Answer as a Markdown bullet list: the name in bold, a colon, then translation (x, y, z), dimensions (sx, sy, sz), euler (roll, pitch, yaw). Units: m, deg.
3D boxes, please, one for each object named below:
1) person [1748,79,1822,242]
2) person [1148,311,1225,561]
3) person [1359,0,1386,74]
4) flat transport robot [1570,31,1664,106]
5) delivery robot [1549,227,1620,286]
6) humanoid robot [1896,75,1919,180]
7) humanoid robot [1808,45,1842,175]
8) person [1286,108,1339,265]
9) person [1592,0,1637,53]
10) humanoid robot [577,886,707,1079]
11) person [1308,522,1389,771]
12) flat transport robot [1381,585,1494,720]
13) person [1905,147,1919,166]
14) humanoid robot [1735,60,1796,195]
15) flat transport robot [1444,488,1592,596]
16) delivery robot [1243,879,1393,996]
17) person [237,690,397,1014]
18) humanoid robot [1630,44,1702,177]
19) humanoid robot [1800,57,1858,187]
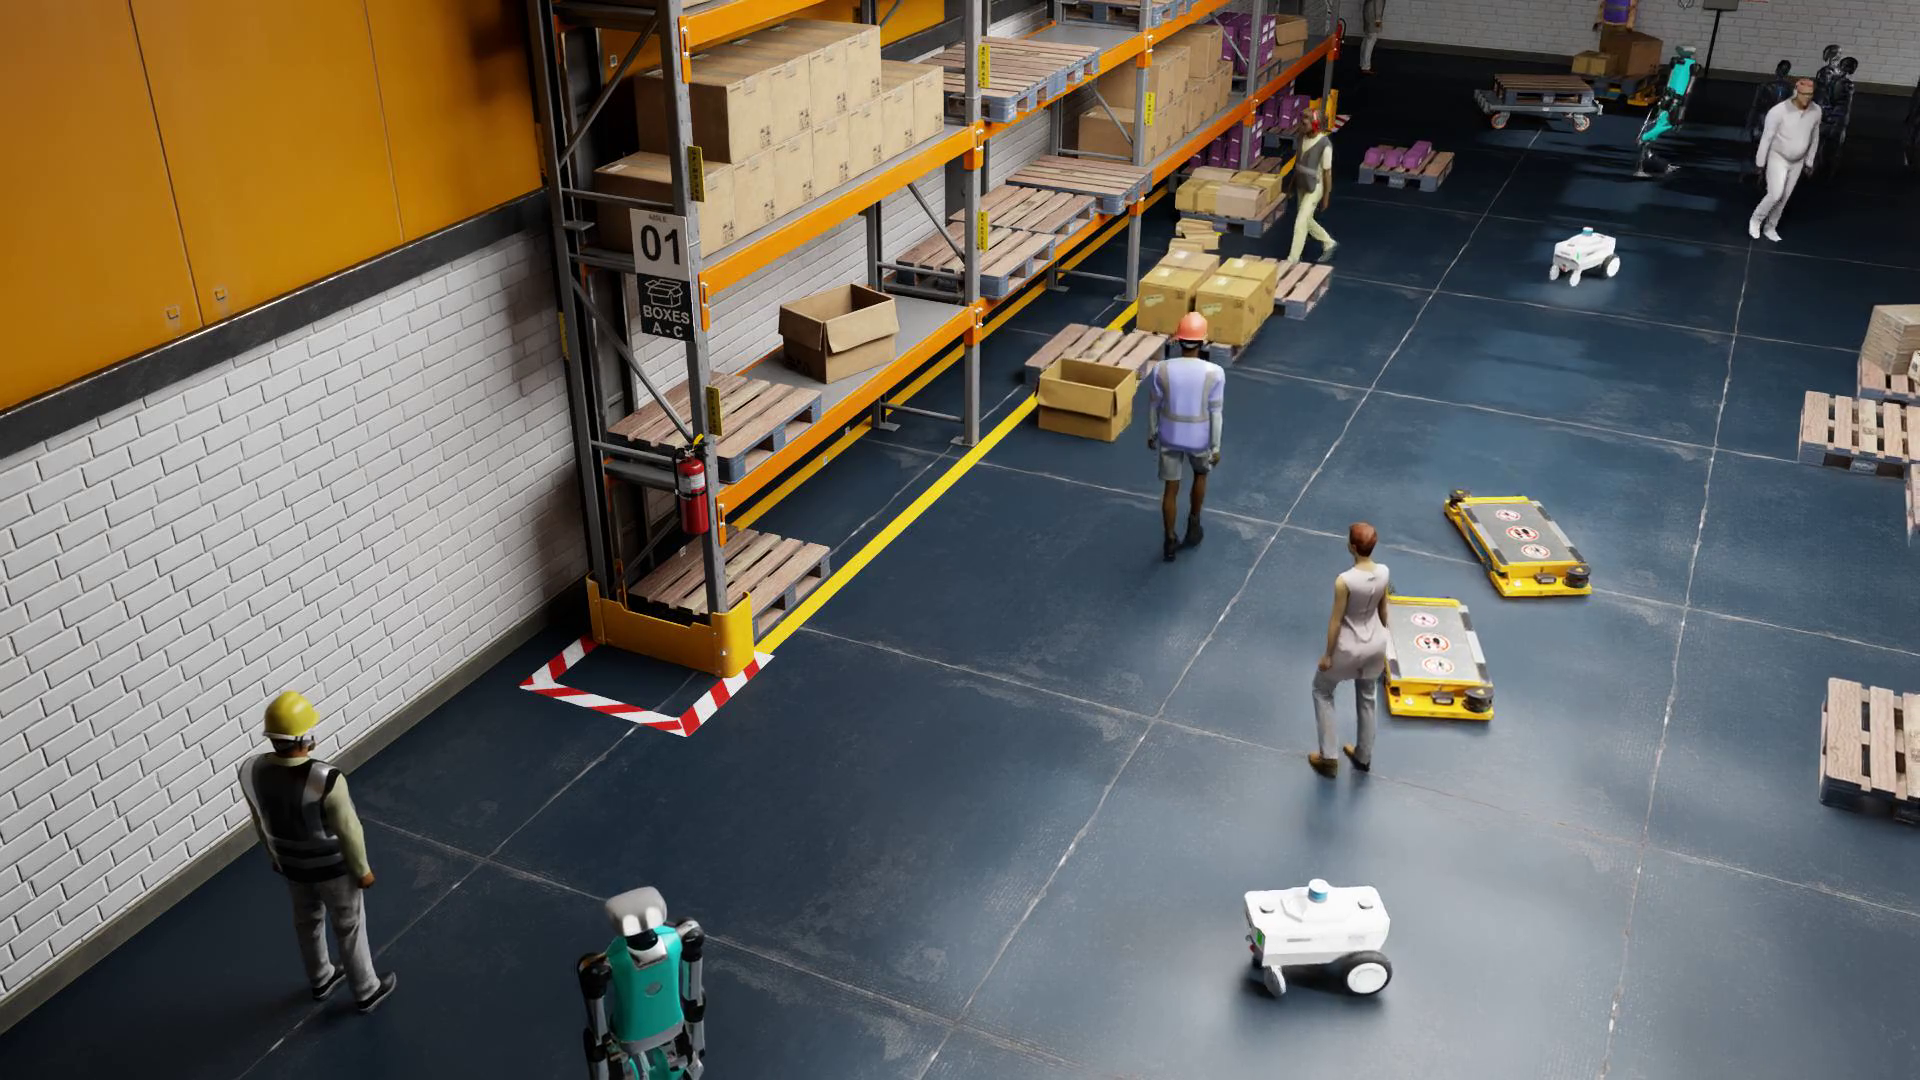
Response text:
- **person**: translation (9.491, -4.341, 19.080), dimensions (0.641, 1.891, 0.454), euler (-5, 29, -10)
- **person**: translation (1.686, -0.802, 12.476), dimensions (0.561, 1.912, 0.662), euler (6, 29, 12)
- **person**: translation (6.665, -8.444, 26.756), dimensions (0.364, 1.824, 0.510), euler (-1, 28, -2)
- **flat transport robot**: translation (9.976, -6.910, 25.541), dimensions (1.431, 0.231, 0.659), euler (22, 35, 35)
- **delivery robot**: translation (6.854, -3.127, 18.235), dimensions (0.782, 0.603, 0.499), euler (-19, 34, -31)
- **humanoid robot**: translation (12.400, -5.474, 21.401), dimensions (0.331, 1.657, 0.591), euler (-1, 28, -3)
- **humanoid robot**: translation (11.180, -5.593, 21.649), dimensions (0.599, 1.655, 0.614), euler (14, 31, 25)
- **person**: translation (3.863, -3.836, 18.220), dimensions (0.831, 1.808, 0.575), euler (-11, 30, -20)
- **person**: translation (10.227, -8.083, 25.978), dimensions (0.469, 1.919, 0.644), euler (-25, 37, -38)
- **humanoid robot**: translation (-1.411, 2.136, 7.166), dimensions (0.548, 1.760, 0.678), euler (-17, 33, -28)
- **person**: translation (2.380, 0.666, 10.055), dimensions (0.461, 1.632, 0.396), euler (-14, 31, -24)
- **flat transport robot**: translation (3.185, 0.751, 11.336), dimensions (0.659, 0.231, 1.431), euler (3, 28, 5)
- **person**: translation (12.864, -5.608, 21.594), dimensions (0.622, 1.713, 0.578), euler (0, 28, 0)
- **humanoid robot**: translation (10.124, -5.190, 20.872), dimensions (0.604, 1.644, 0.548), euler (6, 29, 11)
- **flat transport robot**: translation (4.248, 0.007, 12.715), dimensions (0.659, 0.231, 1.431), euler (-1, 28, -3)
- **delivery robot**: translation (1.876, 2.043, 8.658), dimensions (0.784, 0.612, 0.517), euler (-2, 28, -3)
- **person**: translation (-3.172, 1.553, 8.218), dimensions (0.591, 1.824, 0.403), euler (9, 30, 16)
- **humanoid robot**: translation (8.939, -5.420, 21.219), dimensions (0.962, 1.737, 0.532), euler (-6, 29, -11)
- **humanoid robot**: translation (11.062, -5.289, 21.062), dimensions (0.413, 1.649, 0.600), euler (-3, 28, -6)
